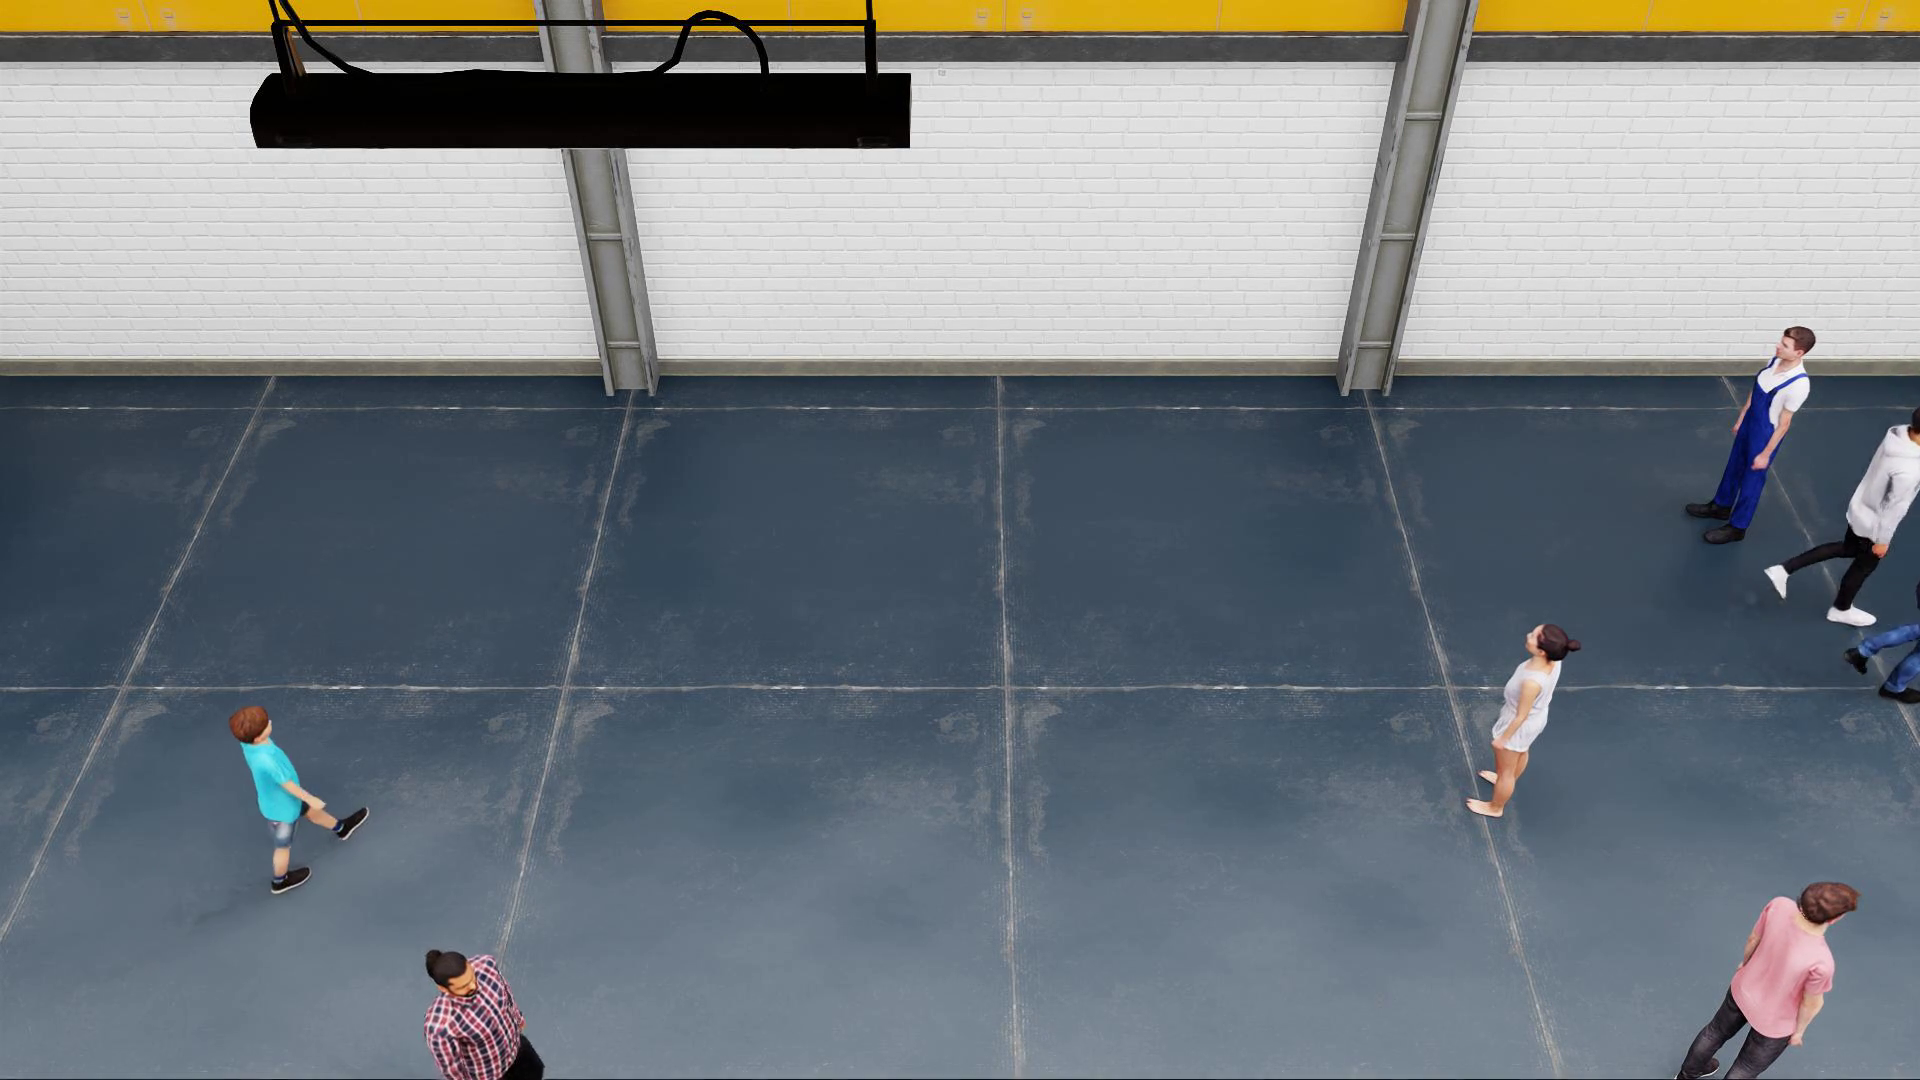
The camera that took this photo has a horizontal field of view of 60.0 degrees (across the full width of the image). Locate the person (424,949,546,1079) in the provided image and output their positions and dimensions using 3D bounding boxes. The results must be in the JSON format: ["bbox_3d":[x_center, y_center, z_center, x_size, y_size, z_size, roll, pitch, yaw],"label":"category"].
[{"bbox_3d":[-2.426,2.557,8.386,0.932,1.747,0.853,15,46,15],"label":"person"}]

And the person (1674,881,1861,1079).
[{"bbox_3d":[4.089,2.343,8.457,0.662,1.958,0.686,-14,45,-14],"label":"person"}]

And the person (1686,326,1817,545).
[{"bbox_3d":[5.688,-0.759,11.792,0.560,1.849,0.617,0,44,0],"label":"person"}]

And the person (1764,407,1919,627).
[{"bbox_3d":[6.020,-0.168,11.129,1.115,1.909,0.852,10,44,10],"label":"person"}]

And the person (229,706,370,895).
[{"bbox_3d":[-4.026,1.542,9.691,0.984,1.416,0.857,-27,50,-25],"label":"person"}]

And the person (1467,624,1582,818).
[{"bbox_3d":[3.398,1.082,10.040,0.708,1.600,0.670,26,49,25],"label":"person"}]
